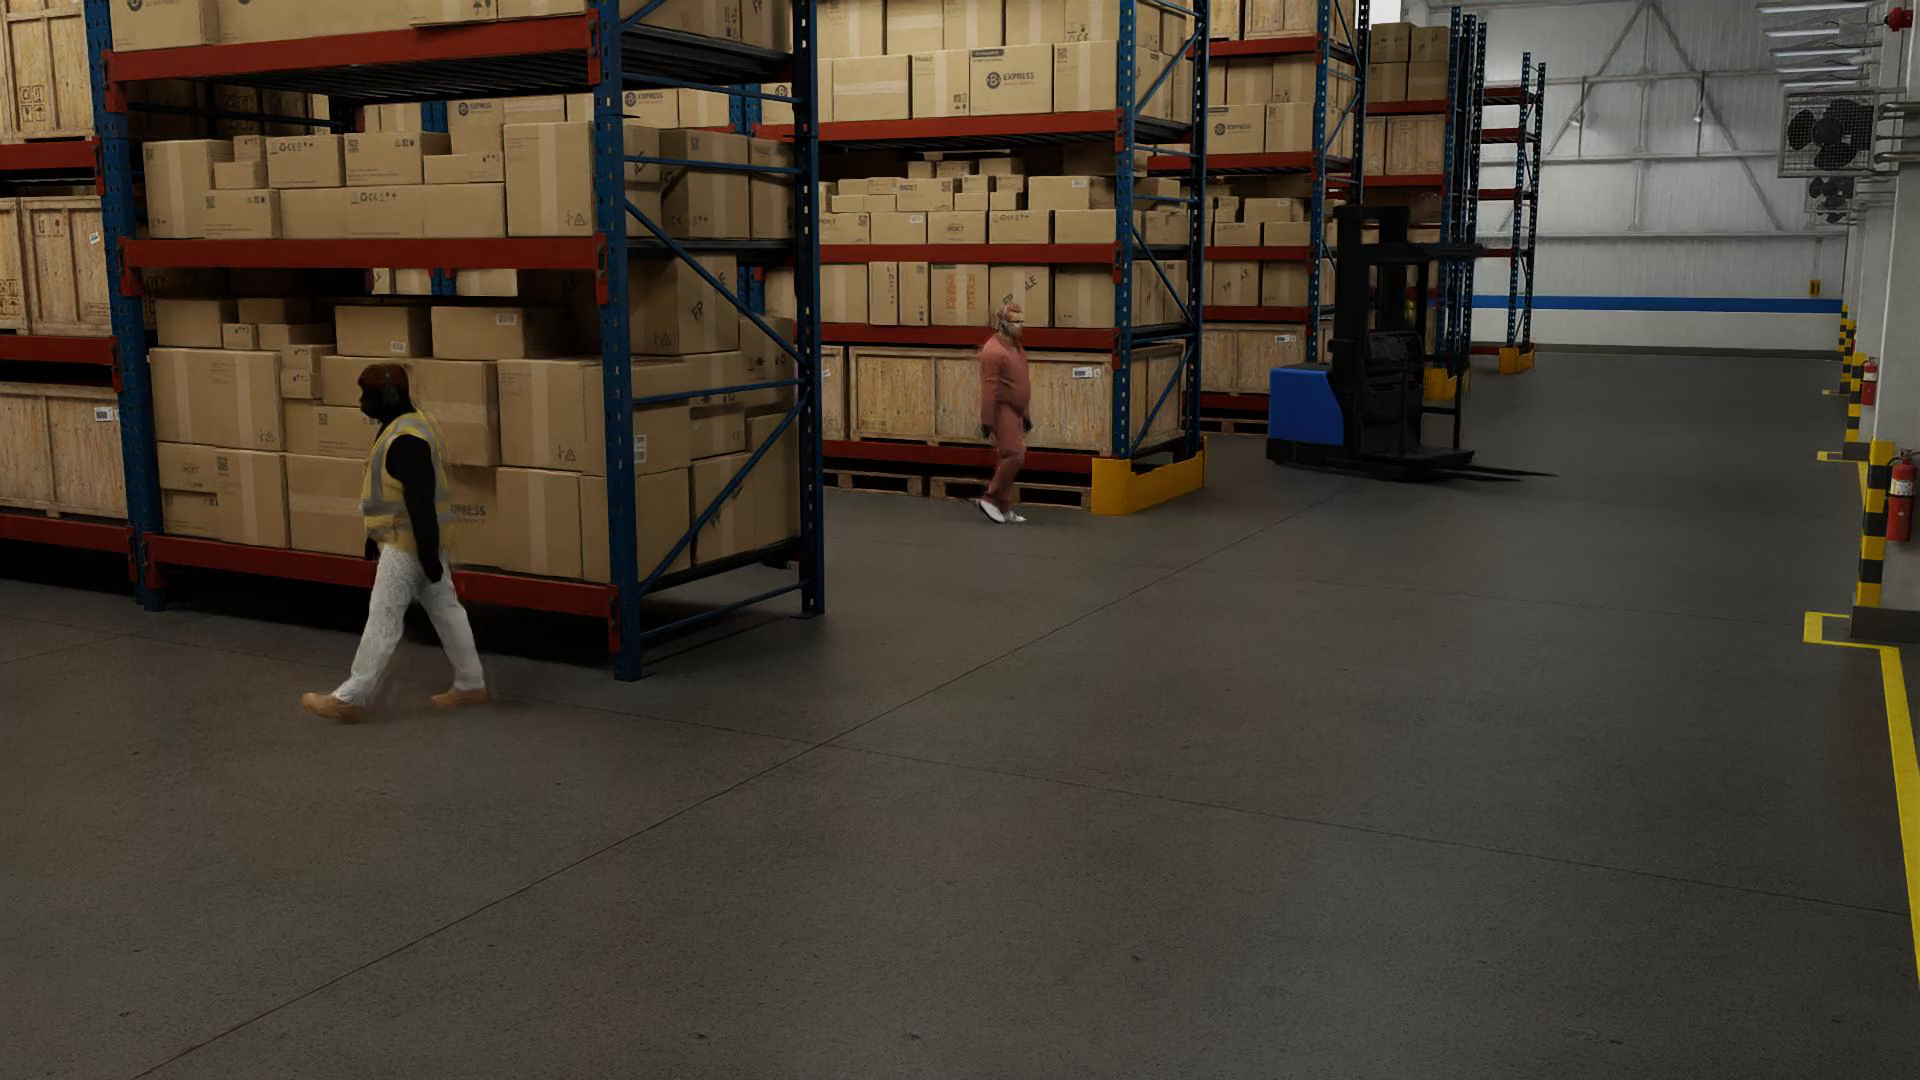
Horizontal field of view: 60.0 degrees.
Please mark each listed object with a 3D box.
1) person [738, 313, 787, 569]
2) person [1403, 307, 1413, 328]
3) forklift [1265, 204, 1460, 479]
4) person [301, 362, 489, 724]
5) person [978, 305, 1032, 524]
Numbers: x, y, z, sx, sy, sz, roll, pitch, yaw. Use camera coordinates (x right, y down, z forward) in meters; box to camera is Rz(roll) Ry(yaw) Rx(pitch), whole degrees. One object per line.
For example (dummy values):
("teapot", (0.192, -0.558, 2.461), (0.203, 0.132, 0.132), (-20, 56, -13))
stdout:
("person", (-1.584, -0.749, 12.475), (0.591, 1.881, 0.914), (-9, 14, -43))
("person", (5.153, -1.896, 19.623), (0.492, 1.708, 0.865), (5, 11, 26))
("forklift", (4.325, -2.154, 17.715), (1.129, 2.768, 1.873), (-8, 13, -40))
("person", (-2.844, 0.012, 8.343), (0.932, 1.791, 0.630), (-3, 10, -16))
("person", (0.430, -1.069, 14.306), (0.431, 1.892, 0.646), (4, 10, 21))
